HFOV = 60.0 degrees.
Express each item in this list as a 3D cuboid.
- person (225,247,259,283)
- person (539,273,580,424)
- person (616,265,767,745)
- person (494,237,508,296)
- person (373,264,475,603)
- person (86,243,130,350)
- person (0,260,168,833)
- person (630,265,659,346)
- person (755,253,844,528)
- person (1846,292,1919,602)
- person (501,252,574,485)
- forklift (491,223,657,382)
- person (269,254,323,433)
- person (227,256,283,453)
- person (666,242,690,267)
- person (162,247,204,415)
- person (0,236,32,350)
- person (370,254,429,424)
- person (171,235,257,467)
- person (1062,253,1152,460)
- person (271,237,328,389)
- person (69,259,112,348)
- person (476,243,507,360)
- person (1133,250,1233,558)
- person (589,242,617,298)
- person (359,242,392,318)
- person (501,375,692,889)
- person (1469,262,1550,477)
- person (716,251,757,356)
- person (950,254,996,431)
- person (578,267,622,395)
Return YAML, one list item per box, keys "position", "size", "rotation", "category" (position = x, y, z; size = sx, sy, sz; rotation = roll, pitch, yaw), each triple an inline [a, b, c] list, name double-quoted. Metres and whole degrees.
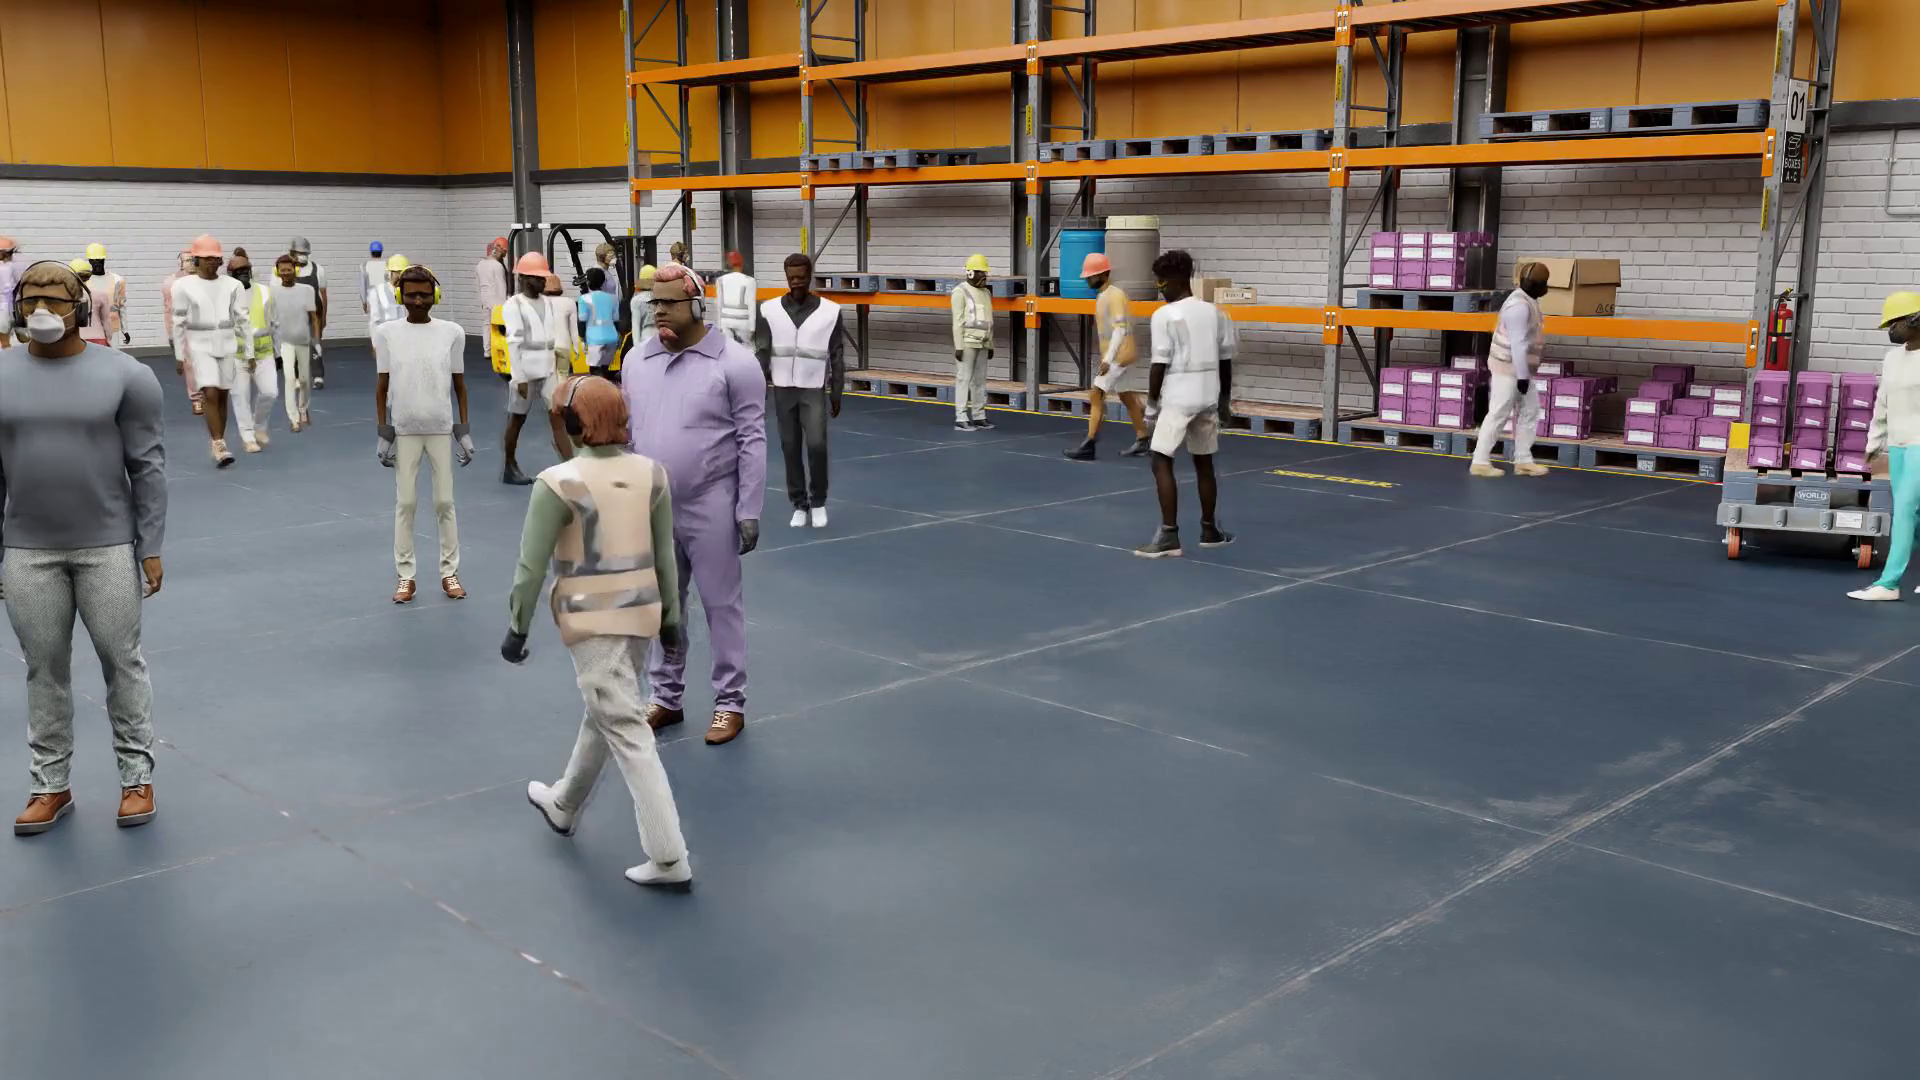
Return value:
- position: [-11.583, -3.821, 26.931]
  size: [0.525, 1.835, 0.469]
  rotation: [-4, 11, -19]
  category: "person"
- position: [-4.394, -2.059, 17.931]
  size: [0.519, 1.610, 0.623]
  rotation: [-5, 12, -26]
  category: "person"
- position: [-1.095, -0.133, 6.636]
  size: [0.652, 1.906, 0.402]
  rotation: [4, 11, 21]
  category: "person"
- position: [-7.584, -3.998, 27.496]
  size: [0.393, 1.985, 0.610]
  rotation: [-1, 10, -8]
  category: "person"
- position: [-2.967, -0.585, 9.220]
  size: [0.516, 1.865, 0.329]
  rotation: [-4, 11, -20]
  category: "person"
- position: [-9.946, -2.463, 19.281]
  size: [0.585, 1.929, 0.375]
  rotation: [-9, 13, -39]
  category: "person"
- position: [-3.022, 0.029, 5.667]
  size: [0.631, 1.940, 0.372]
  rotation: [-3, 11, -14]
  category: "person"
- position: [-3.289, -2.106, 17.921]
  size: [0.493, 1.712, 0.815]
  rotation: [-7, 12, -32]
  category: "person"
- position: [-1.111, -1.018, 11.480]
  size: [0.593, 1.896, 0.525]
  rotation: [0, 10, 3]
  category: "person"
- position: [5.341, -0.517, 9.267]
  size: [0.729, 1.713, 0.588]
  rotation: [-1, 10, -6]
  category: "person"
- position: [-3.364, -1.343, 13.292]
  size: [0.998, 1.879, 0.573]
  rotation: [6, 12, 31]
  category: "person"
- position: [-5.316, -3.263, 22.920]
  size: [2.313, 2.155, 1.214]
  rotation: [-10, 14, -44]
  category: "forklift"
- position: [-6.969, -2.066, 17.394]
  size: [0.509, 1.837, 0.921]
  rotation: [-5, 12, -27]
  category: "person"
- position: [-6.662, -1.728, 15.542]
  size: [0.652, 1.831, 0.438]
  rotation: [-8, 13, -36]
  category: "person"
- position: [-3.623, -2.870, 21.473]
  size: [0.357, 1.938, 0.637]
  rotation: [-7, 12, -34]
  category: "person"
- position: [-8.686, -2.376, 18.914]
  size: [0.662, 1.887, 0.490]
  rotation: [-7, 12, -33]
  category: "person"
- position: [-13.253, -3.267, 23.442]
  size: [0.852, 2.016, 0.612]
  rotation: [-1, 10, -8]
  category: "person"
- position: [-5.887, -2.094, 17.549]
  size: [0.617, 1.821, 0.426]
  rotation: [-6, 12, -30]
  category: "person"
- position: [-6.479, -1.640, 14.562]
  size: [0.636, 2.009, 0.924]
  rotation: [-9, 14, -41]
  category: "person"
- position: [1.322, -1.632, 14.954]
  size: [0.969, 1.853, 0.559]
  rotation: [-1, 10, -8]
  category: "person"
- position: [-8.653, -2.990, 21.847]
  size: [0.699, 2.000, 1.002]
  rotation: [-4, 11, -23]
  category: "person"
- position: [-9.509, -2.165, 18.103]
  size: [0.533, 1.768, 0.312]
  rotation: [-10, 14, -44]
  category: "person"
- position: [-7.558, -3.872, 27.042]
  size: [0.652, 1.899, 0.403]
  rotation: [9, 13, 39]
  category: "person"
- position: [1.464, -0.872, 10.635]
  size: [0.831, 1.936, 0.391]
  rotation: [-8, 13, -39]
  category: "person"
- position: [-4.204, -2.534, 19.645]
  size: [0.353, 1.936, 0.635]
  rotation: [-1, 10, -7]
  category: "person"
- position: [-9.611, -3.984, 27.641]
  size: [0.613, 1.906, 0.856]
  rotation: [-1, 10, -8]
  category: "person"
- position: [-1.165, 0.276, 5.271]
  size: [0.905, 1.580, 0.524]
  rotation: [8, 13, 36]
  category: "person"
- position: [4.633, -1.399, 13.827]
  size: [0.748, 1.799, 0.645]
  rotation: [6, 12, 29]
  category: "person"
- position: [-2.835, -2.725, 21.029]
  size: [0.589, 1.835, 0.939]
  rotation: [4, 11, 20]
  category: "person"
- position: [0.155, -2.045, 17.299]
  size: [0.403, 1.827, 0.607]
  rotation: [8, 13, 38]
  category: "person"
- position: [-4.023, -2.253, 18.855]
  size: [0.661, 1.677, 0.535]
  rotation: [10, 14, 42]
  category: "person"
